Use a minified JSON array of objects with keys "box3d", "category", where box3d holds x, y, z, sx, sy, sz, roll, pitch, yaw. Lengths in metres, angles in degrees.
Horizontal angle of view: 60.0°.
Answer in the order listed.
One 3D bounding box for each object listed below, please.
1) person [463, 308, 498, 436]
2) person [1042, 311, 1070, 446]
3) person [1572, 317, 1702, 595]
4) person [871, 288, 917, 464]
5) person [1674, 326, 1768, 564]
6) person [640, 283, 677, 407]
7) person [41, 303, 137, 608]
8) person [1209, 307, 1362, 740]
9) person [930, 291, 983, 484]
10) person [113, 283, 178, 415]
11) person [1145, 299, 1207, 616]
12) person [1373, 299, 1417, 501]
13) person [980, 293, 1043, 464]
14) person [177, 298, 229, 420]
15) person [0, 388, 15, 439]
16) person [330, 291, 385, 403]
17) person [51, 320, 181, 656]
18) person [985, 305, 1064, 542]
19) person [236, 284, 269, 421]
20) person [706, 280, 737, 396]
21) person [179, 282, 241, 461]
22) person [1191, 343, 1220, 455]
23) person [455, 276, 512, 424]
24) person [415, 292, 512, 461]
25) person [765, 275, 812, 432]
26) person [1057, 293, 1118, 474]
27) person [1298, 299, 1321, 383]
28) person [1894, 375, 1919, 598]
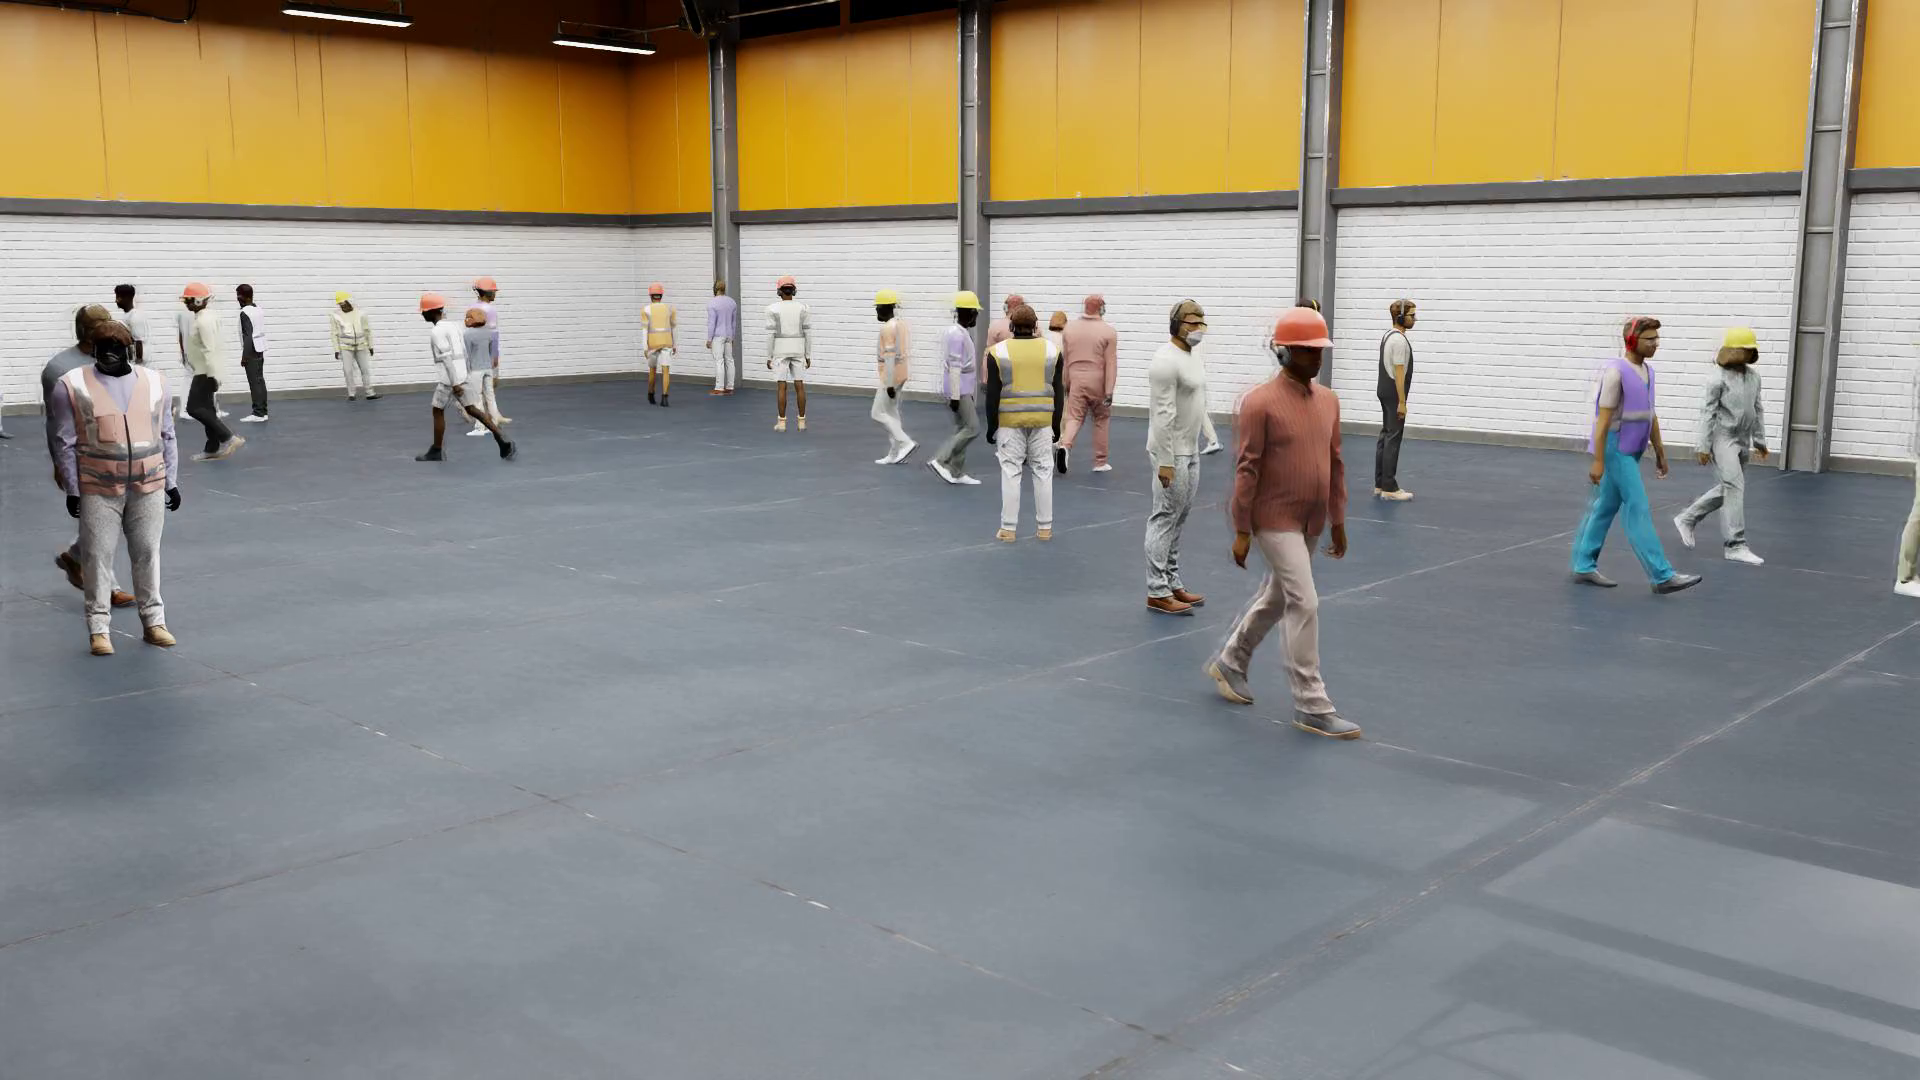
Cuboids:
[{"box3d":[-6.133,-2.140,21.216,0.287,1.624,0.497,5,10,27],"category":"person"},{"box3d":[1.188,-1.963,20.167,0.526,1.593,0.802,0,9,2],"category":"person"},{"box3d":[4.457,-0.542,10.846,0.925,1.800,0.598,8,12,42],"category":"person"},{"box3d":[-0.748,-1.747,17.936,0.434,1.913,0.597,2,9,12],"category":"person"},{"box3d":[5.613,-0.722,12.235,0.496,1.715,0.791,-5,10,-28],"category":"person"},{"box3d":[-4.687,-3.036,25.881,0.558,1.882,0.975,-3,10,-15],"category":"person"},{"box3d":[-5.490,-0.531,10.461,0.620,1.915,0.657,3,10,20],"category":"person"},{"box3d":[1.509,-0.115,7.791,0.625,1.957,0.995,-7,12,-37],"category":"person"},{"box3d":[0.014,-1.469,16.230,0.436,1.913,0.594,0,9,1],"category":"person"},{"box3d":[-10.650,-2.358,21.589,0.701,1.947,0.603,-5,11,-30],"category":"person"},{"box3d":[1.345,-0.515,10.293,0.366,1.935,0.630,4,10,24],"category":"person"},{"box3d":[4.007,-1.286,15.297,0.325,1.843,0.517,0,9,2],"category":"person"},{"box3d":[0.592,-1.769,18.240,0.640,1.863,0.987,-5,11,-28],"category":"person"},{"box3d":[-10.799,-2.620,23.520,0.550,1.835,0.807,3,10,17],"category":"person"},{"box3d":[-11.996,-2.078,20.441,0.647,1.740,0.551,0,9,2],"category":"person"},{"box3d":[-9.578,-3.068,26.442,0.787,1.781,0.405,-7,12,-37],"category":"person"},{"box3d":[-4.655,-0.295,9.246,0.624,1.841,0.430,-8,12,-41],"category":"person"},{"box3d":[0.496,-0.903,12.955,0.621,1.845,0.429,-2,9,-9],"category":"person"},{"box3d":[-9.861,-2.607,23.183,0.388,1.916,0.592,-1,9,-7],"category":"person"},{"box3d":[-4.010,-3.386,27.887,0.372,1.940,0.628,7,12,36],"category":"person"},{"box3d":[-8.291,-1.840,18.275,0.472,1.979,0.622,-3,10,-20],"category":"person"},{"box3d":[2.613,-1.773,19.023,0.846,1.597,0.525,7,12,37],"category":"person"},{"box3d":[-6.468,-2.539,22.438,0.771,2.026,0.618,-8,12,-41],"category":"person"},{"box3d":[-5.493,-1.789,18.321,1.011,1.882,0.586,1,9,5],"category":"person"},{"box3d":[-2.241,-2.426,21.698,0.606,2.039,0.381,-3,10,-17],"category":"person"},{"box3d":[1.316,-1.605,17.158,0.653,1.880,0.813,5,11,28],"category":"person"},{"box3d":[3.190,-1.301,15.391,0.401,1.842,0.564,-3,10,-15],"category":"person"},{"box3d":[6.287,-0.505,10.510,0.546,1.837,0.693,-5,10,-27],"category":"person"}]
